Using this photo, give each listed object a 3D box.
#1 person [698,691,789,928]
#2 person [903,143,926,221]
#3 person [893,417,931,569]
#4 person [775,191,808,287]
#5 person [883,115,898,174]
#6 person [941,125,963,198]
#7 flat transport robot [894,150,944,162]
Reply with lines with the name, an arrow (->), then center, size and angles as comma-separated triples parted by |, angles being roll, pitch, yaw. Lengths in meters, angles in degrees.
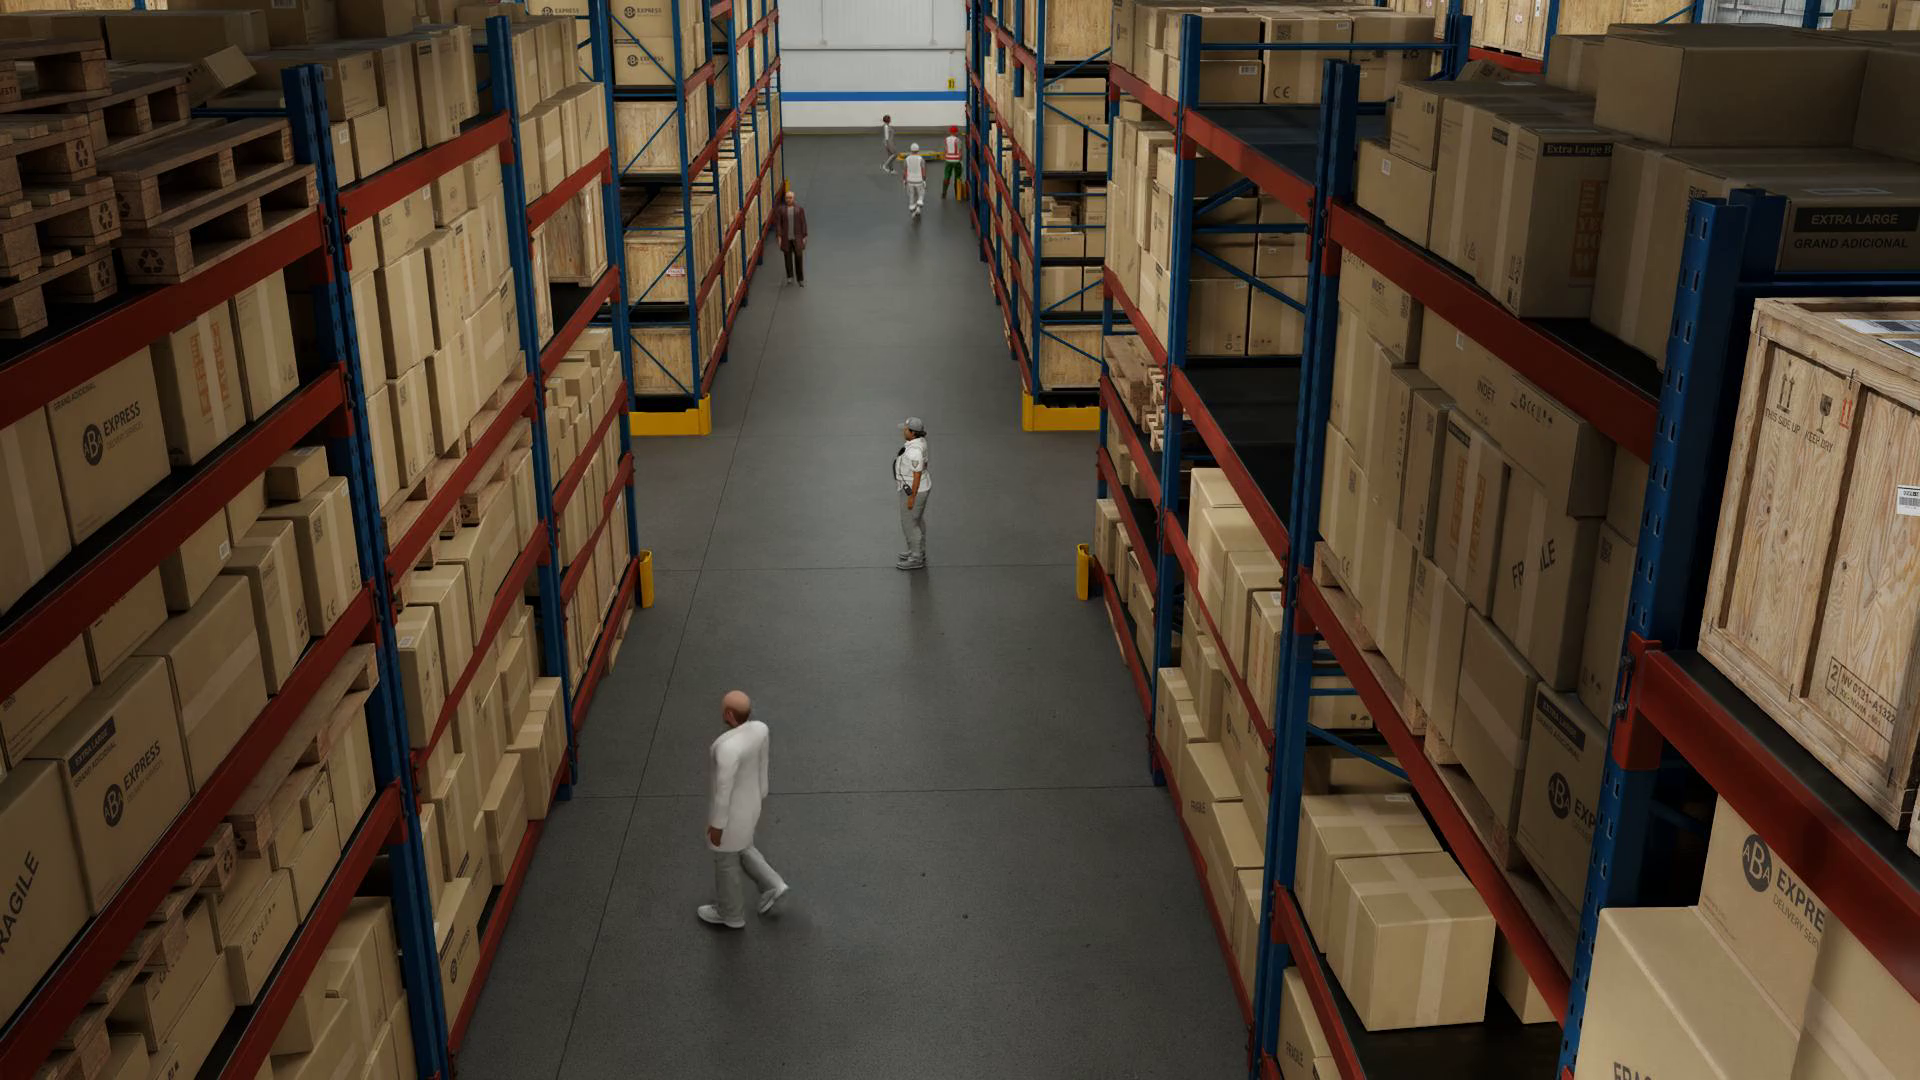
person -> -1.552, 1.866, 11.464 | 0.616, 1.791, 0.625 | 9, 22, 22
person -> -1.051, -8.375, 38.893 | 0.548, 1.796, 0.632 | 4, 21, 11
person -> -0.508, -0.526, 18.051 | 0.388, 1.665, 0.467 | 2, 21, 7
person -> -3.237, -5.788, 31.945 | 0.620, 1.775, 0.689 | -1, 20, -2
person -> -1.947, -10.970, 46.110 | 0.409, 1.602, 0.424 | -2, 21, -5
person -> -0.169, -9.580, 42.119 | 0.548, 1.796, 0.672 | 8, 22, 21
flat transport robot -> -1.162, -11.258, 48.886 | 1.431, 0.250, 0.659 | -12, 24, -29
